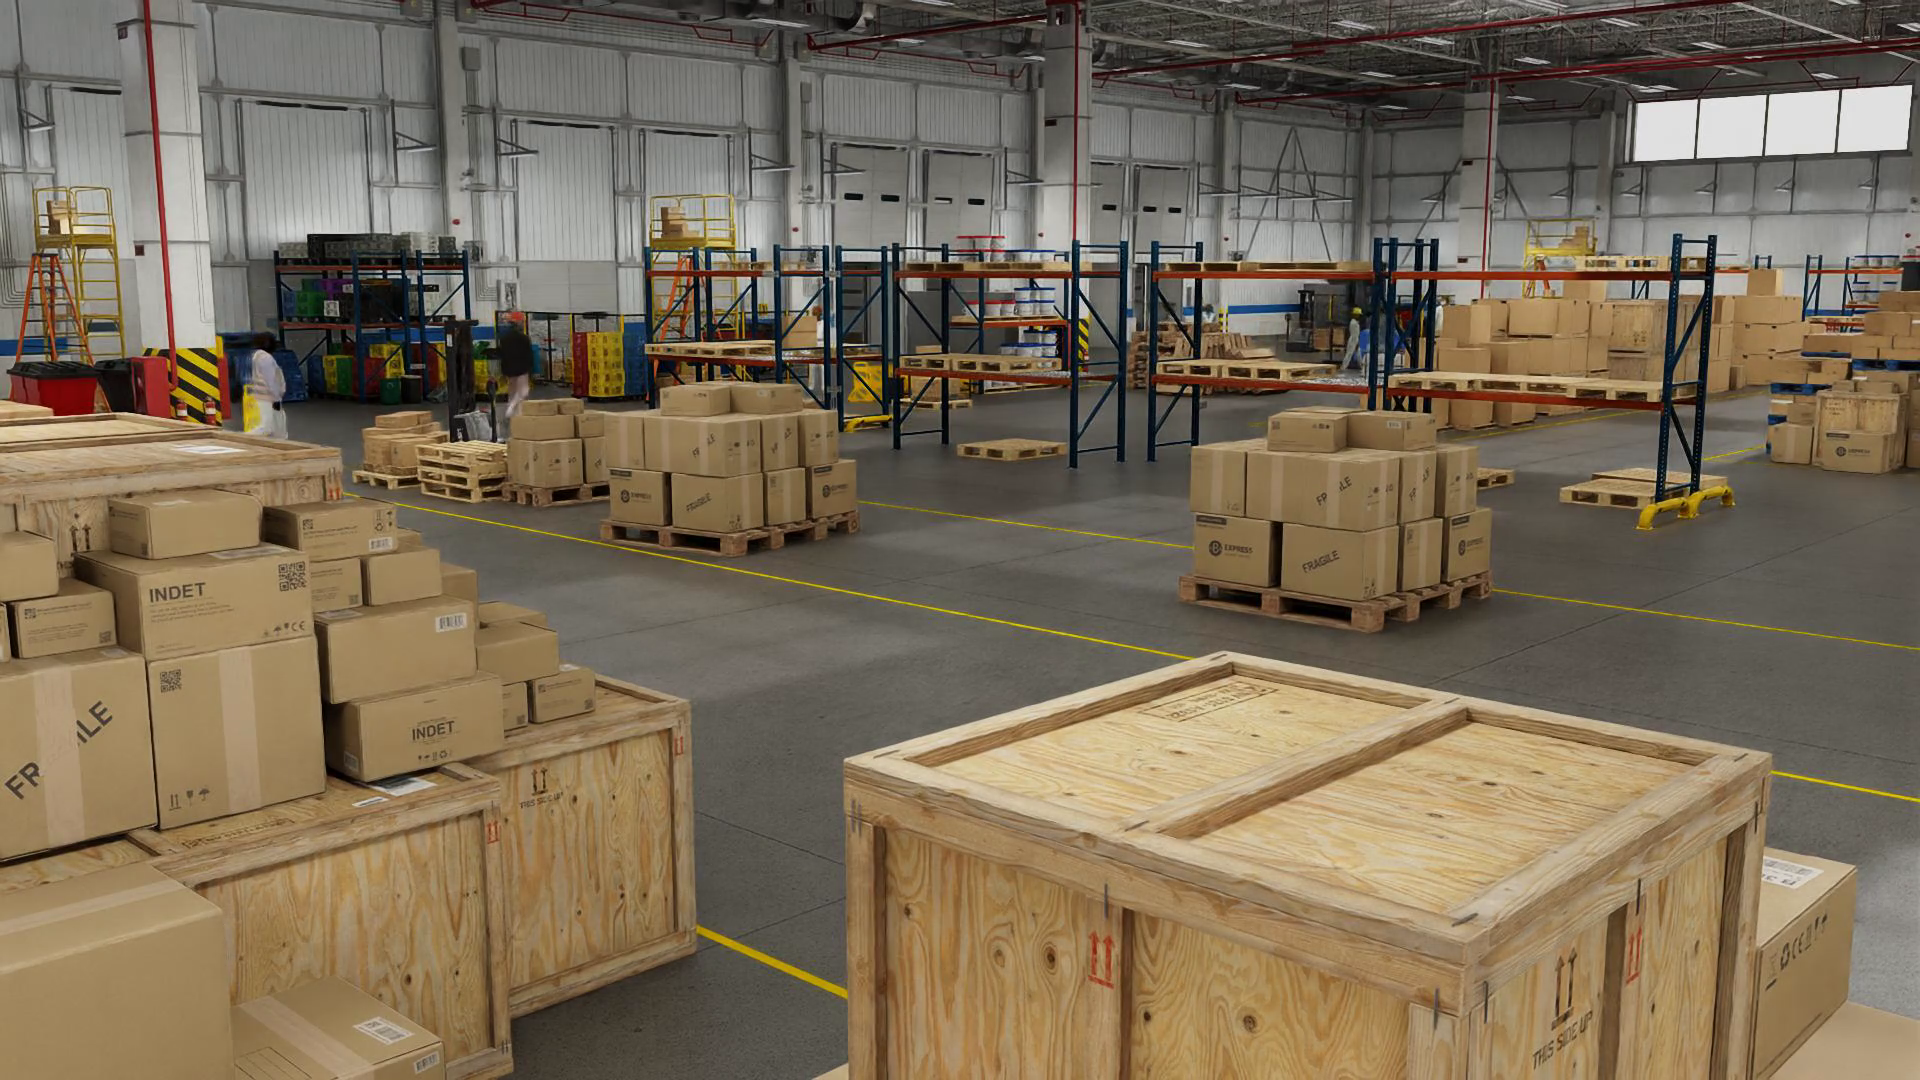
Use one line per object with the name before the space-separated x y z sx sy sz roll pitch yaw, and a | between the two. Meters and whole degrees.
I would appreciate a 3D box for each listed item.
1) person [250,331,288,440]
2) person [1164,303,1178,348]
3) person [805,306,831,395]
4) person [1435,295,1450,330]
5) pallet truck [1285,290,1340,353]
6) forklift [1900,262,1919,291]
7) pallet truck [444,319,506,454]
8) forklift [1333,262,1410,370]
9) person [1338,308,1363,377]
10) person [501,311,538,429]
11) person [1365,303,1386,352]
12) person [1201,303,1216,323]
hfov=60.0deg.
person | -9.474 -1.930 22.640 0.804 1.816 0.627 -4 10 -22
person | 5.425 -5.232 42.971 0.980 1.802 0.522 0 9 -1
person | -3.003 -4.000 35.123 0.575 1.882 0.359 1 9 5
person | 13.247 -5.721 45.504 0.629 1.939 0.372 8 12 39
pallet truck | 11.297 -6.951 52.861 1.885 1.965 0.823 -5 11 -29
forklift | 22.622 -5.232 39.622 1.873 2.768 1.129 9 13 43
pallet truck | -6.981 -1.942 22.150 1.885 1.965 0.823 1 9 9
forklift | 10.601 -5.771 42.927 1.129 2.768 1.873 -7 11 -35
person | 9.753 -4.830 40.811 0.894 1.686 0.501 4 10 25
person | -7.112 -2.711 26.914 0.625 1.978 0.428 7 12 38
person | 9.549 -4.467 37.894 0.632 1.919 0.838 8 12 41
person | 7.451 -6.310 50.056 0.531 1.621 0.472 -1 9 -4
